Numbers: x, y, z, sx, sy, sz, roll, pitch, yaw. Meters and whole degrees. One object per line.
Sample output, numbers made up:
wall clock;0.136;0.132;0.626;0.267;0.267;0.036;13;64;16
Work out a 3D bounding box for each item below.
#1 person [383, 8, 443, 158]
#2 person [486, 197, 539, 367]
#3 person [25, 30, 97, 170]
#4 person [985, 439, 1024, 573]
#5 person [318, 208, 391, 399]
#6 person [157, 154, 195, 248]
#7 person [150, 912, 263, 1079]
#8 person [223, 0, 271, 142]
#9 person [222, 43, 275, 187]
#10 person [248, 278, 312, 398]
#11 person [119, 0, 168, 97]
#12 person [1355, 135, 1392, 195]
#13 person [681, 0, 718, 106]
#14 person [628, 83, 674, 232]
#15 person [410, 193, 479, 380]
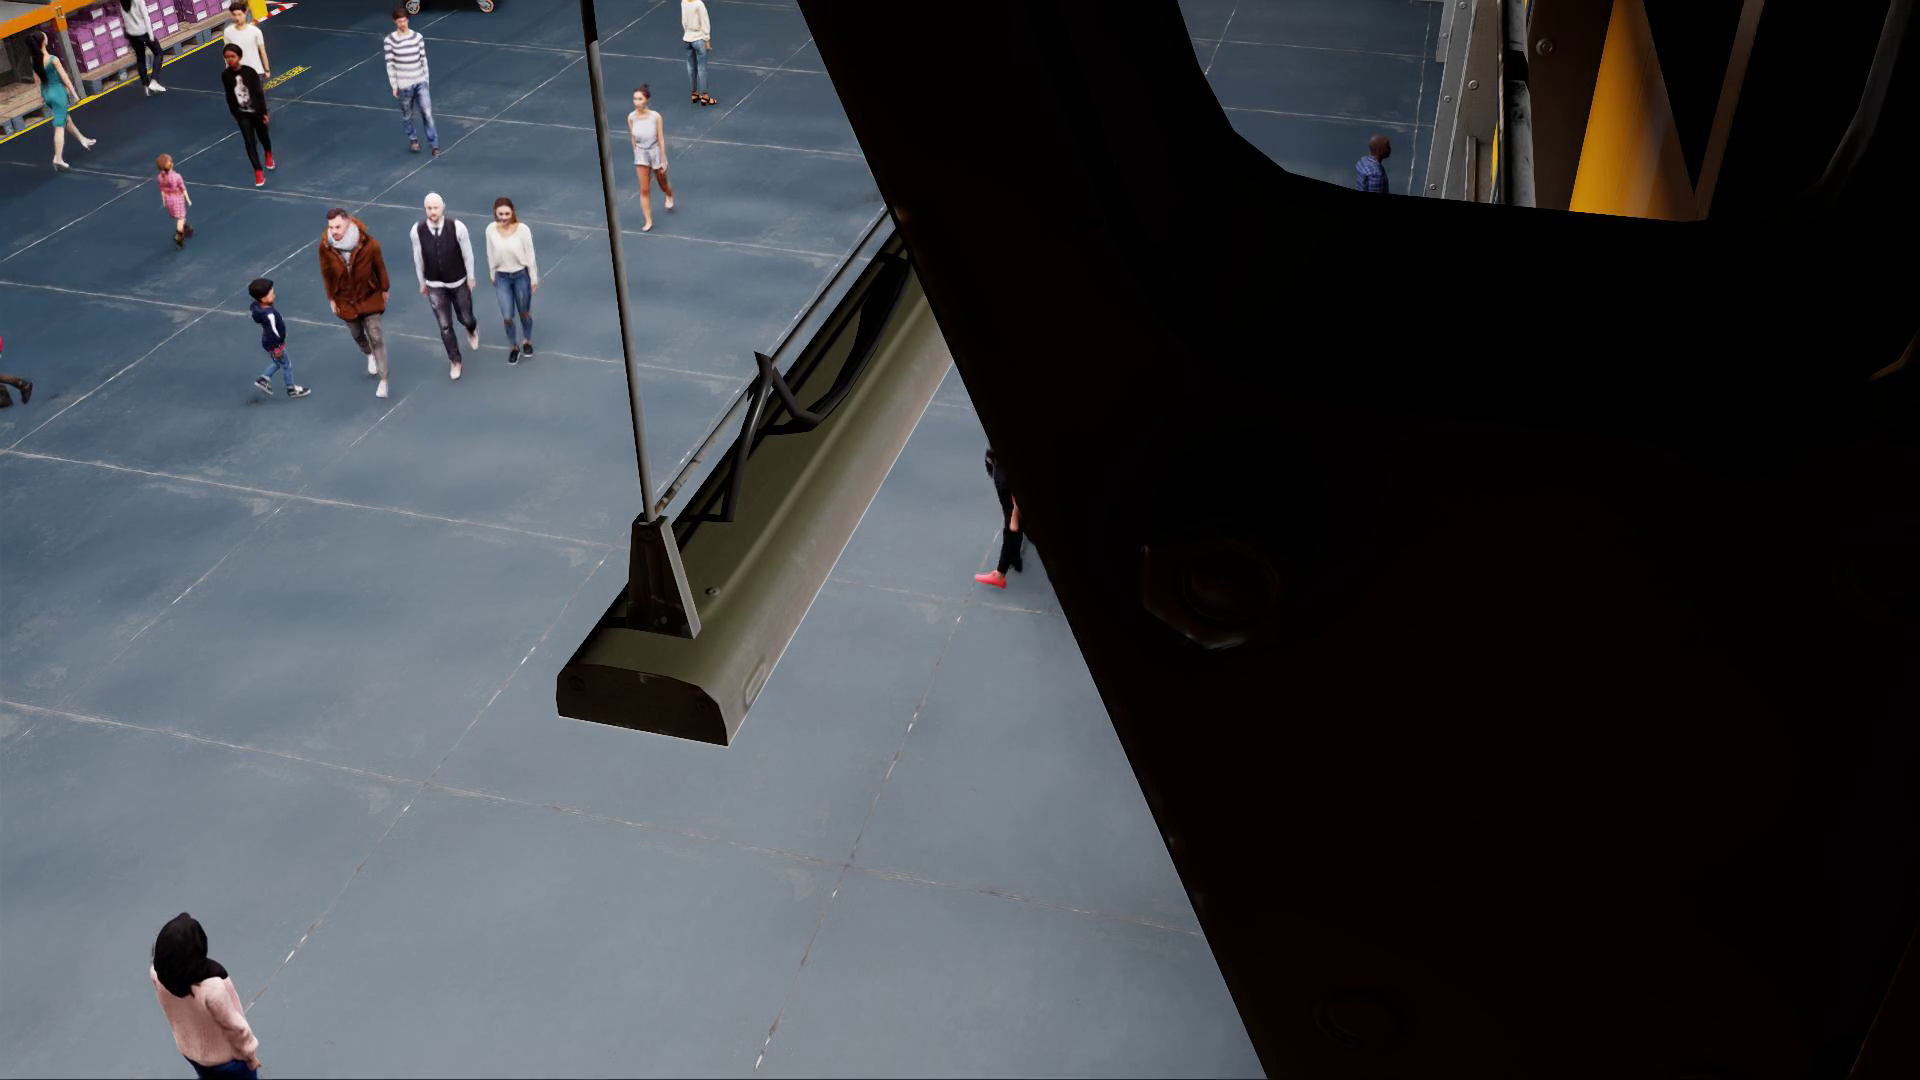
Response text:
person;-6.859;-5.693;20.684;1.112;1.806;1.205;-15;36;-21
person;-4.306;-2.550;16.075;0.741;1.673;0.786;-4;34;-6
person;-11.075;-5.325;20.279;0.597;1.640;1.033;7;34;10
person;0.461;-0.499;13.000;0.793;1.661;0.909;-7;34;-10
person;-5.627;-2.273;15.551;1.033;1.791;1.256;-8;34;-12
person;-8.757;-3.780;18.527;0.559;1.008;0.781;-1;34;-1
person;-3.725;2.549;8.318;0.686;1.768;0.600;14;36;21
person;-9.102;-6.043;21.318;0.880;1.687;1.175;-2;34;-3
person;-8.534;-5.163;20.029;0.946;1.648;1.143;-10;35;-14
person;-6.427;-1.860;15.455;0.784;1.211;0.726;-15;37;-22
person;-11.173;-6.841;22.513;0.623;1.692;0.579;9;35;14
person;4.178;-3.271;17.023;0.811;1.825;0.676;-3;34;-5
person;-3.543;-6.694;22.301;0.694;1.683;0.698;27;42;35
person;-3.487;-4.370;18.893;0.665;1.585;1.005;4;34;6
person;-4.861;-2.459;15.820;0.898;1.804;1.042;-3;34;-5
